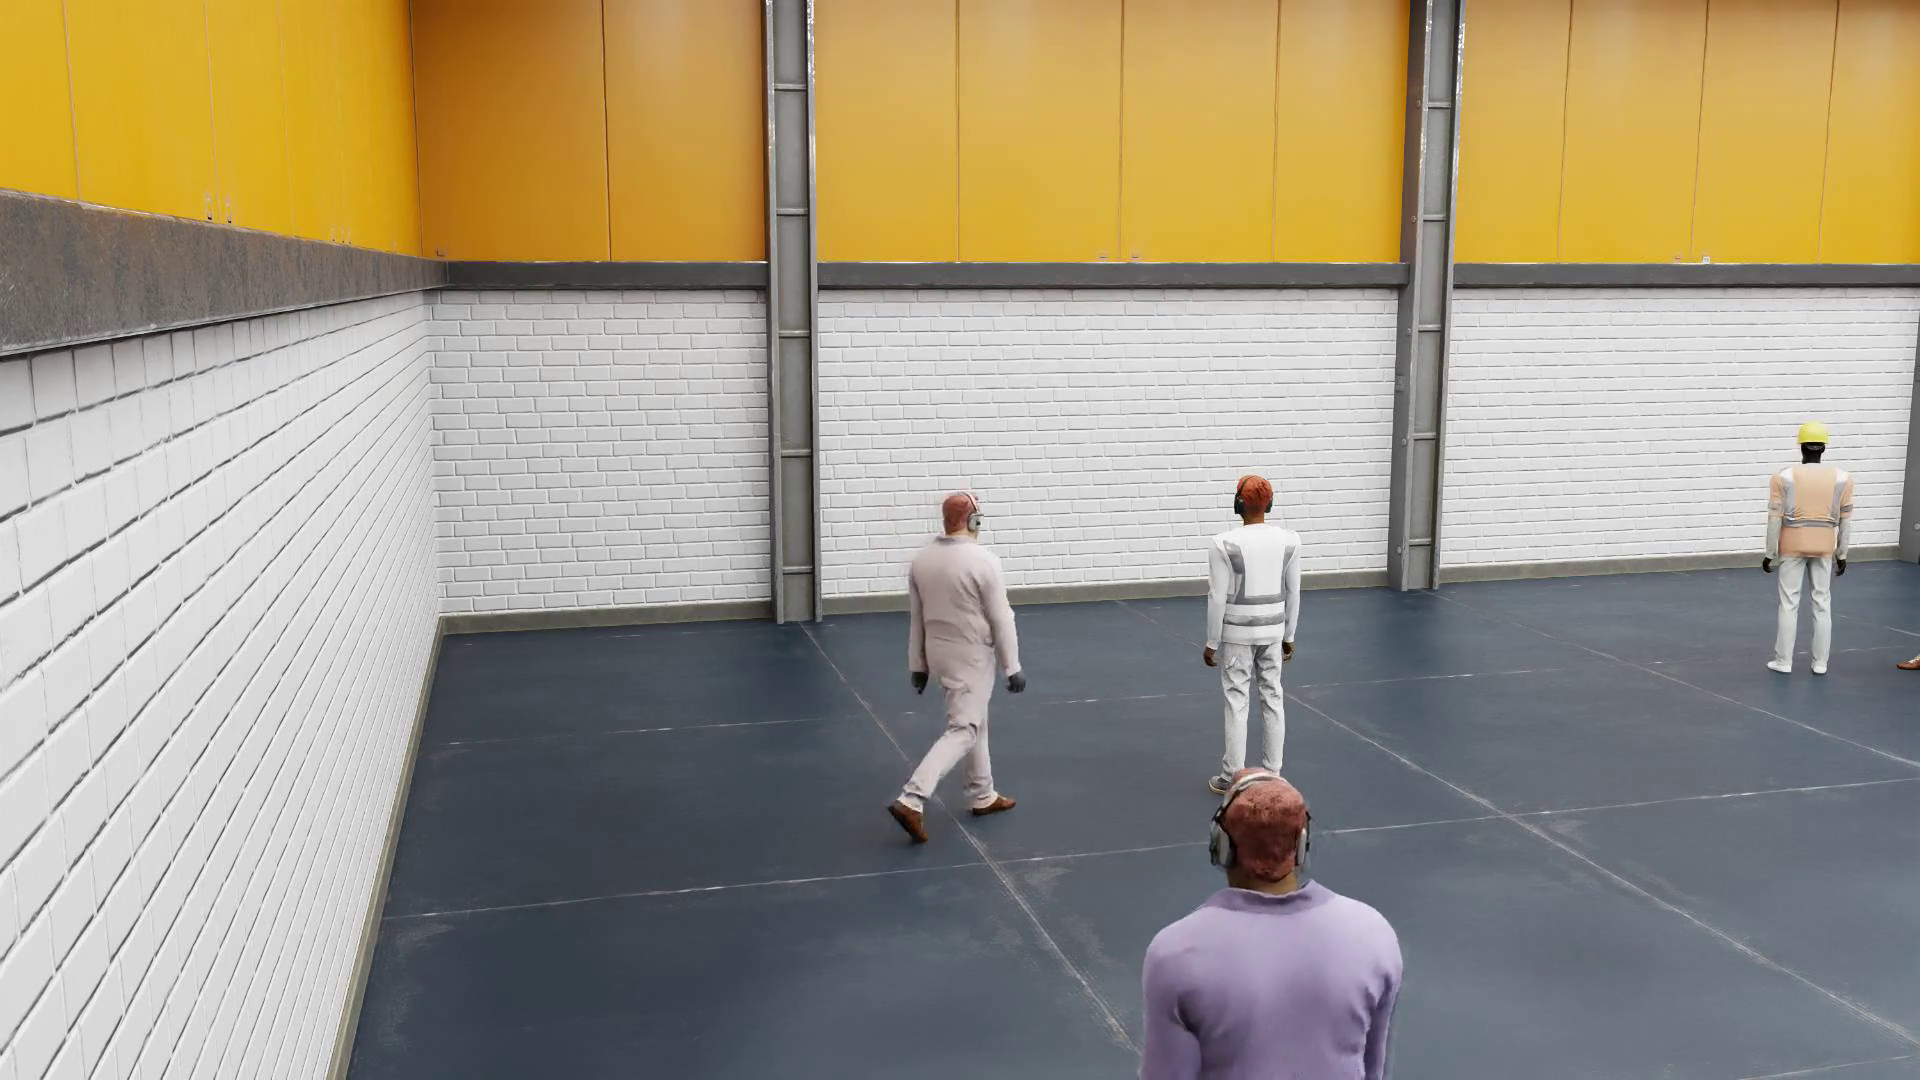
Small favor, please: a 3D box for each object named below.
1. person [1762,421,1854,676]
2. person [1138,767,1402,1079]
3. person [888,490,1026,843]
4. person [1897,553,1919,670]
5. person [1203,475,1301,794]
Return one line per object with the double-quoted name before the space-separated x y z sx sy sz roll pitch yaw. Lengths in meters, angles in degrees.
"person" 6.388 0.066 12.573 0.594 1.922 0.385 2 9 11
"person" 0.696 1.461 3.996 0.641 1.882 0.741 -1 9 -8
"person" -0.043 0.667 9.013 0.926 1.868 0.644 -7 12 -39
"person" 7.388 0.096 12.443 0.407 1.908 0.641 -1 9 -4
"person" 1.682 0.560 9.616 0.575 1.884 0.355 -3 9 -17
